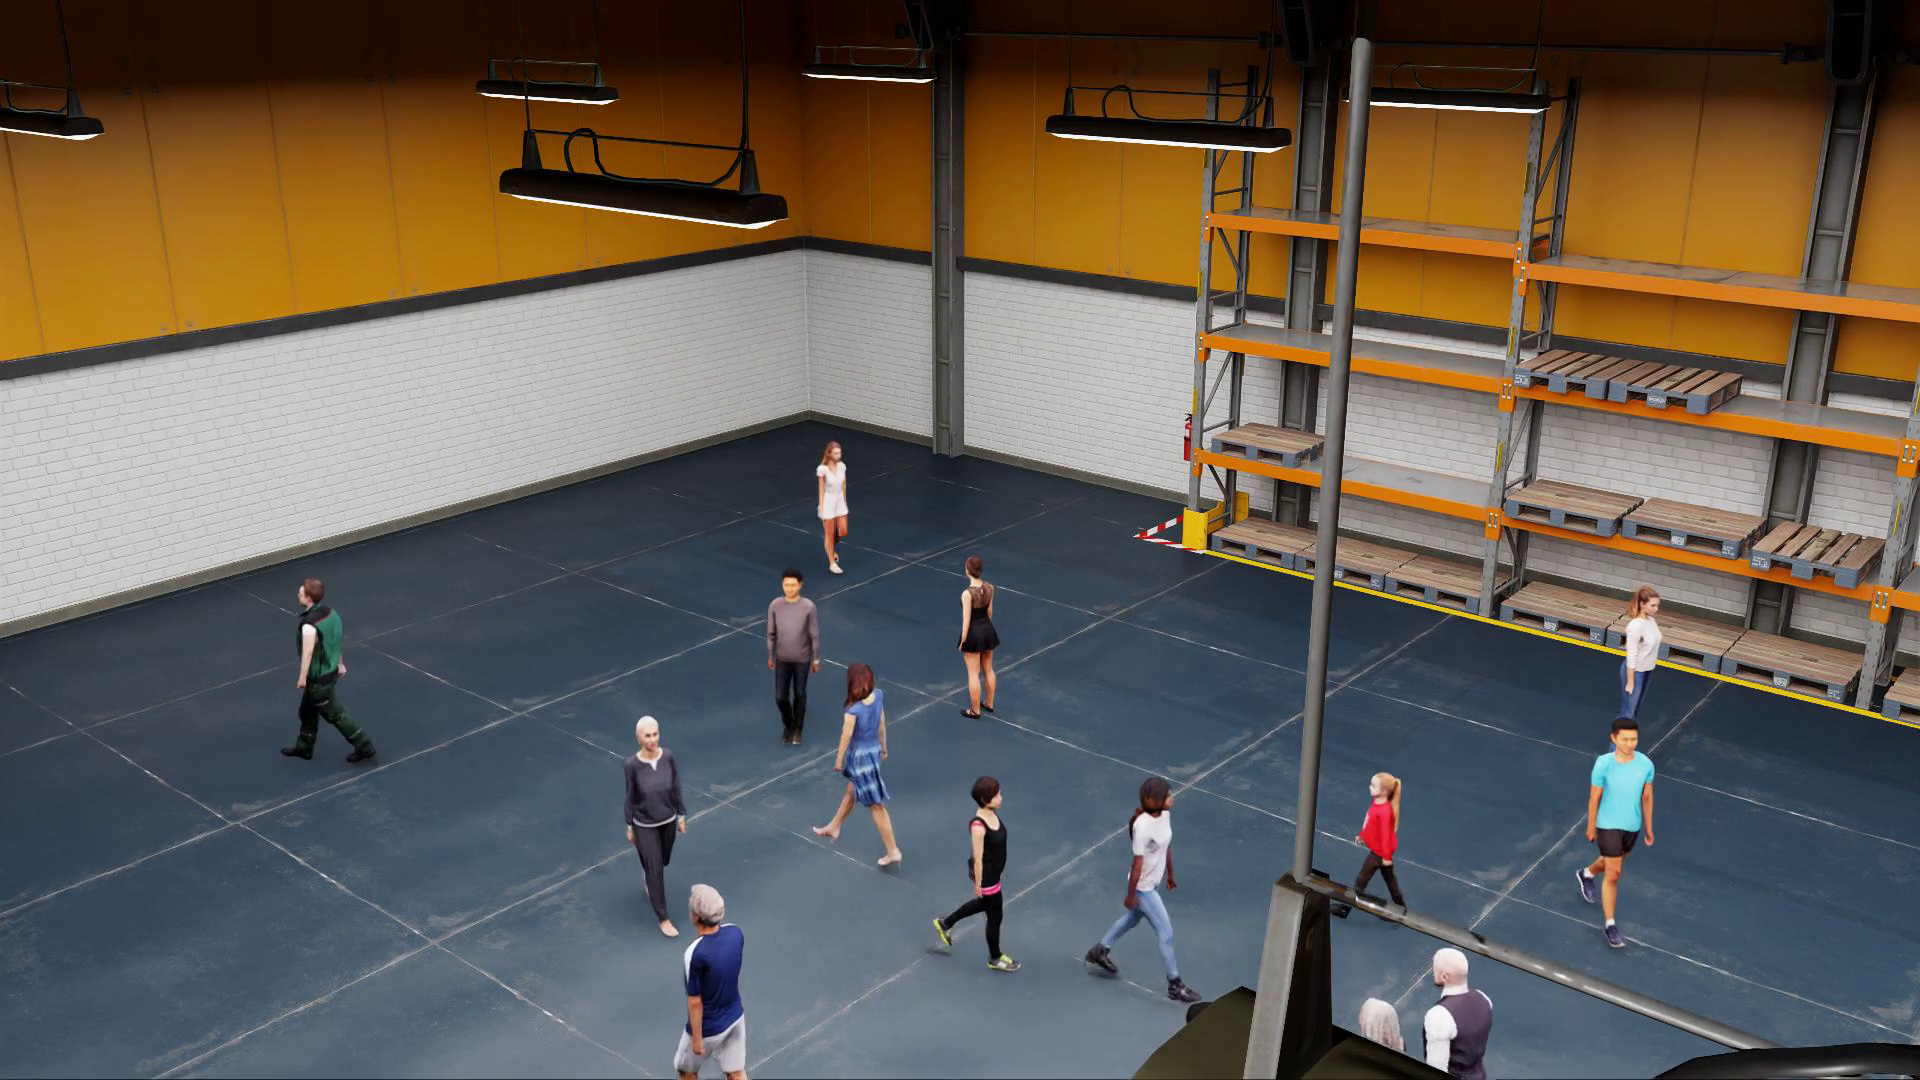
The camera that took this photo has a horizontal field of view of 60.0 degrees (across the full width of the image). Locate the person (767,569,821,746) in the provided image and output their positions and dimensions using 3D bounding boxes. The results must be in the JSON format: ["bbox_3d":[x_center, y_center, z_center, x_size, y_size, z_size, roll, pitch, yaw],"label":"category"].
[{"bbox_3d":[-1.576,1.091,15.911,0.737,1.763,0.826,-4,19,-12],"label":"person"}]

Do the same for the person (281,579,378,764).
[{"bbox_3d":[-5.832,1.255,15.358,1.215,1.805,1.115,0,19,-1],"label":"person"}]

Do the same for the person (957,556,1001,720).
[{"bbox_3d":[0.171,0.948,16.472,0.592,1.677,0.582,-18,25,-42],"label":"person"}]

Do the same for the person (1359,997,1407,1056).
[{"bbox_3d":[2.345,3.369,9.247,0.718,1.699,1.201,-15,24,-38],"label":"person"}]

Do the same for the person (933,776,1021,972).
[{"bbox_3d":[0.123,2.440,12.259,0.987,1.537,0.806,4,19,11],"label":"person"}]

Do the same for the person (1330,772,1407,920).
[{"bbox_3d":[3.305,2.391,12.851,0.954,1.251,0.783,3,19,9],"label":"person"}]

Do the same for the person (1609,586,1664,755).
[{"bbox_3d":[6.293,1.257,15.484,0.513,1.721,0.618,17,25,41],"label":"person"}]

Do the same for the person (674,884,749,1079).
[{"bbox_3d":[-1.442,2.988,10.208,1.009,1.808,0.691,13,23,35],"label":"person"}]

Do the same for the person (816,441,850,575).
[{"bbox_3d":[-1.619,-0.431,20.562,0.692,1.679,0.804,-11,22,-30],"label":"person"}]

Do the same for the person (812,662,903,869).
[{"bbox_3d":[-0.709,1.889,13.561,1.194,1.751,0.811,9,21,25],"label":"person"}]

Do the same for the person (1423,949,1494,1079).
[{"bbox_3d":[2.867,3.234,9.497,0.783,1.795,0.738,-15,24,-38],"label":"person"}]

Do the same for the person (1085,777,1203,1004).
[{"bbox_3d":[1.259,2.478,11.931,1.211,1.674,0.784,9,21,24],"label":"person"}]

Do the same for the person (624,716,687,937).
[{"bbox_3d":[-2.393,2.144,12.888,0.821,1.696,1.127,-12,22,-32],"label":"person"}]

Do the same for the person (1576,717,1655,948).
[{"bbox_3d":[5.010,2.157,12.775,1.107,1.745,1.183,-2,19,-7],"label":"person"}]
